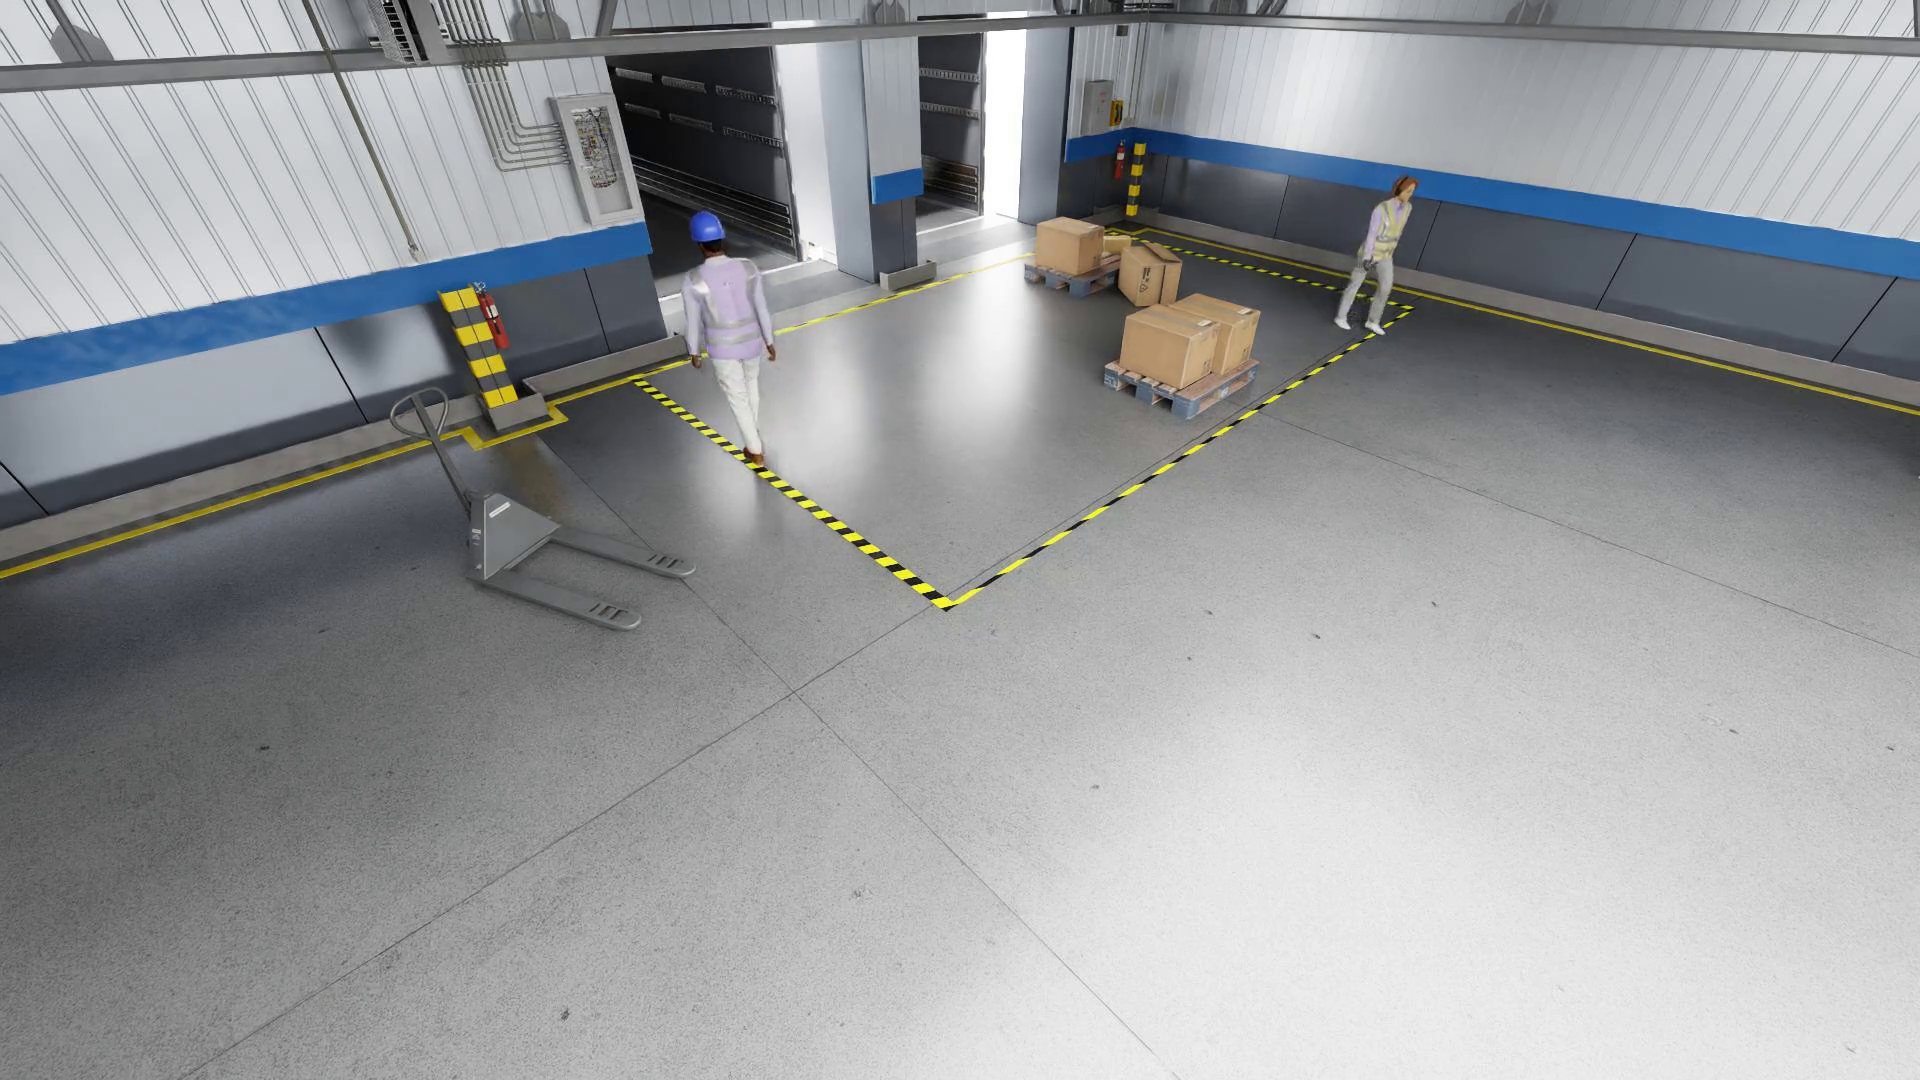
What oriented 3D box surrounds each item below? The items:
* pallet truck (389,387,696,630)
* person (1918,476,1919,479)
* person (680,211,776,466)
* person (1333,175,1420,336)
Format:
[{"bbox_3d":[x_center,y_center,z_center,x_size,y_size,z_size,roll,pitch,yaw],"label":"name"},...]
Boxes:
[{"bbox_3d":[-2.613,-0.247,4.593,1.601,1.201,0.680,14,40,17],"label":"pallet truck"},{"bbox_3d":[7.879,-1.100,5.283,0.491,1.742,0.321,-1,38,-1],"label":"person"},{"bbox_3d":[-1.824,-1.557,5.730,0.638,1.917,0.777,-25,44,-29],"label":"person"},{"bbox_3d":[4.494,-3.017,7.865,0.533,1.622,0.544,-11,39,-14],"label":"person"}]
